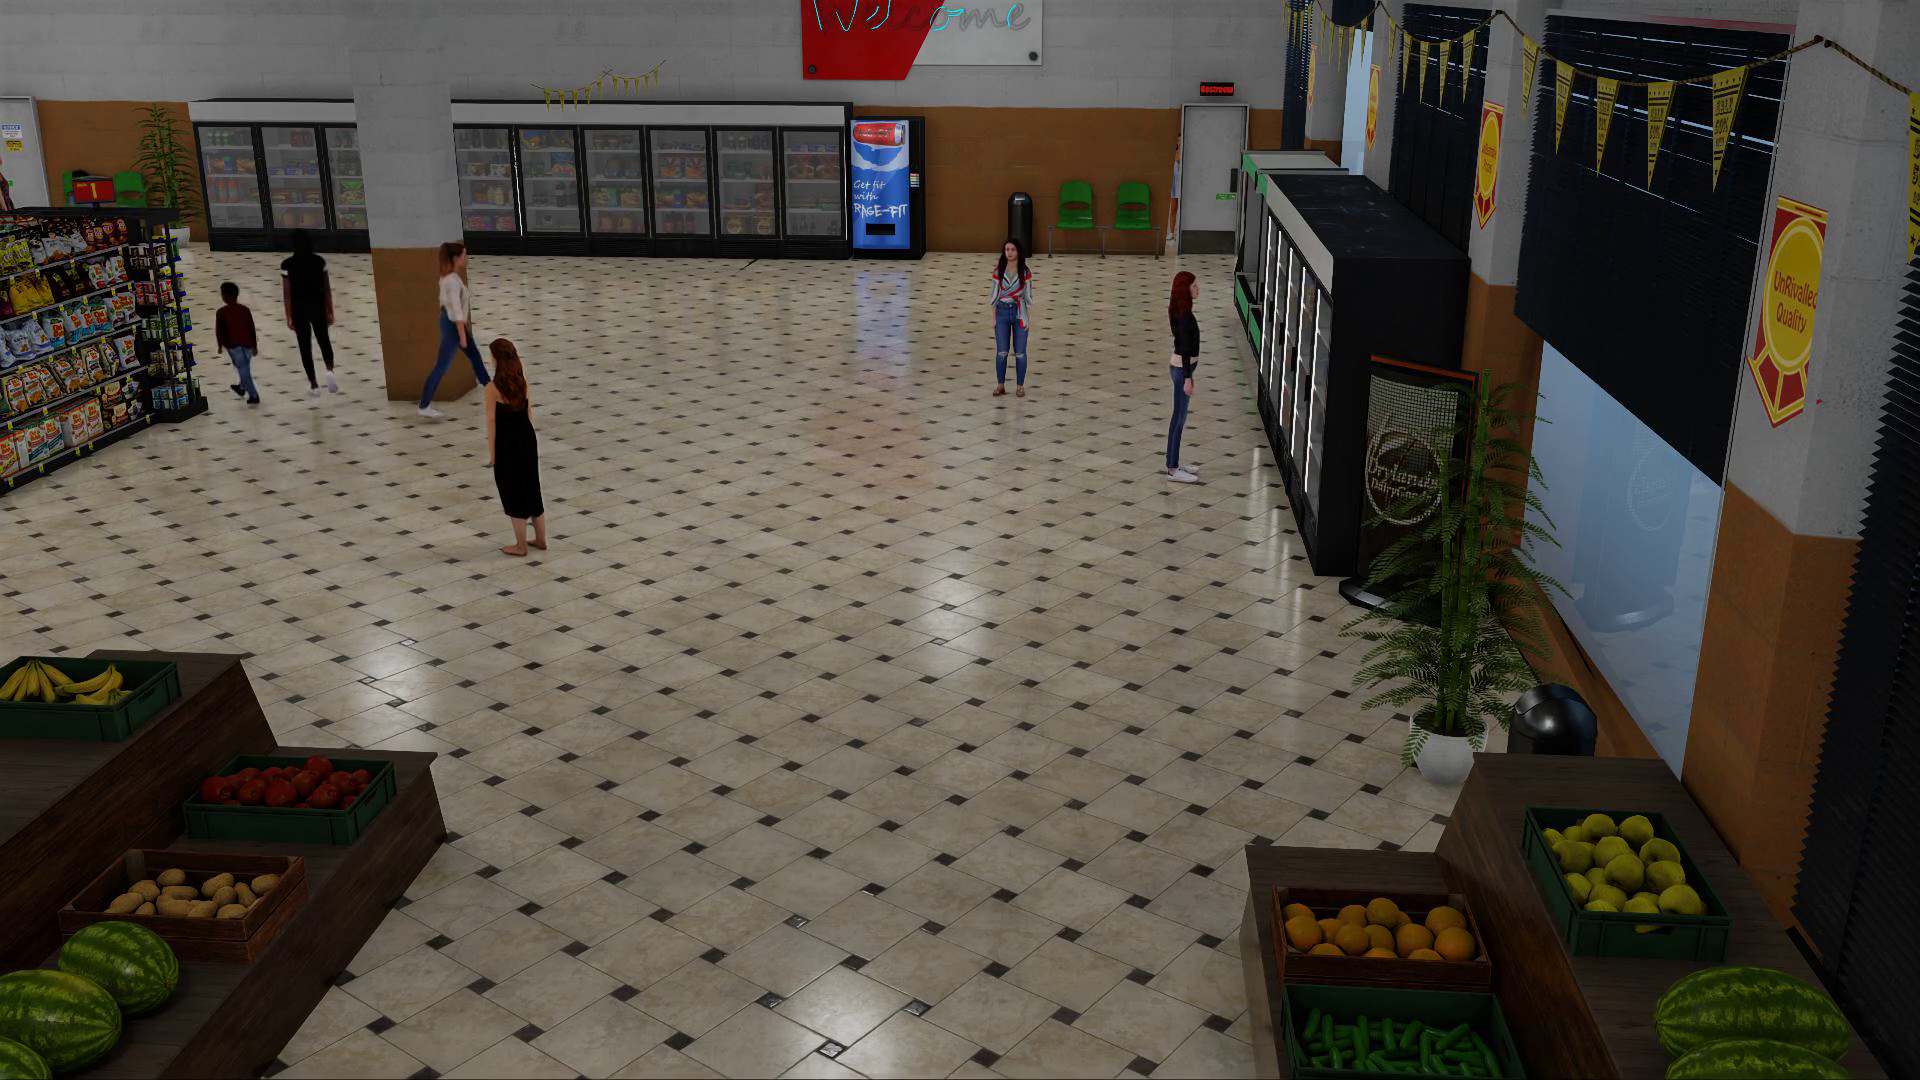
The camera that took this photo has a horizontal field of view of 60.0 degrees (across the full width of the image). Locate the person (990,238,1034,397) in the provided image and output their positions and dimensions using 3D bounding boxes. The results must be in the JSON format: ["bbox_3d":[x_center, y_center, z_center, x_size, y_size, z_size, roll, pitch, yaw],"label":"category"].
[{"bbox_3d":[0.529,-2.291,17.059,0.592,1.614,0.512,2,19,7],"label":"person"}]

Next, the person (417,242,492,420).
[{"bbox_3d":[-4.977,-1.974,16.053,1.043,1.657,1.230,-5,19,-15],"label":"person"}]

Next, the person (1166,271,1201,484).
[{"bbox_3d":[1.893,-1.389,14.115,0.639,1.787,0.493,3,19,9],"label":"person"}]

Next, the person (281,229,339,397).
[{"bbox_3d":[-6.574,-2.280,16.866,0.916,1.717,1.009,-12,22,-32],"label":"person"}]

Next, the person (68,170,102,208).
[{"bbox_3d":[-11.248,-3.895,21.642,1.099,1.727,1.139,16,24,39],"label":"person"}]

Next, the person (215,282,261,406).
[{"bbox_3d":[-7.169,-1.922,16.593,0.852,1.212,0.885,16,24,38],"label":"person"}]

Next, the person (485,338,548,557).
[{"bbox_3d":[-3.283,-0.683,12.285,0.719,1.619,0.643,14,23,36],"label":"person"}]
